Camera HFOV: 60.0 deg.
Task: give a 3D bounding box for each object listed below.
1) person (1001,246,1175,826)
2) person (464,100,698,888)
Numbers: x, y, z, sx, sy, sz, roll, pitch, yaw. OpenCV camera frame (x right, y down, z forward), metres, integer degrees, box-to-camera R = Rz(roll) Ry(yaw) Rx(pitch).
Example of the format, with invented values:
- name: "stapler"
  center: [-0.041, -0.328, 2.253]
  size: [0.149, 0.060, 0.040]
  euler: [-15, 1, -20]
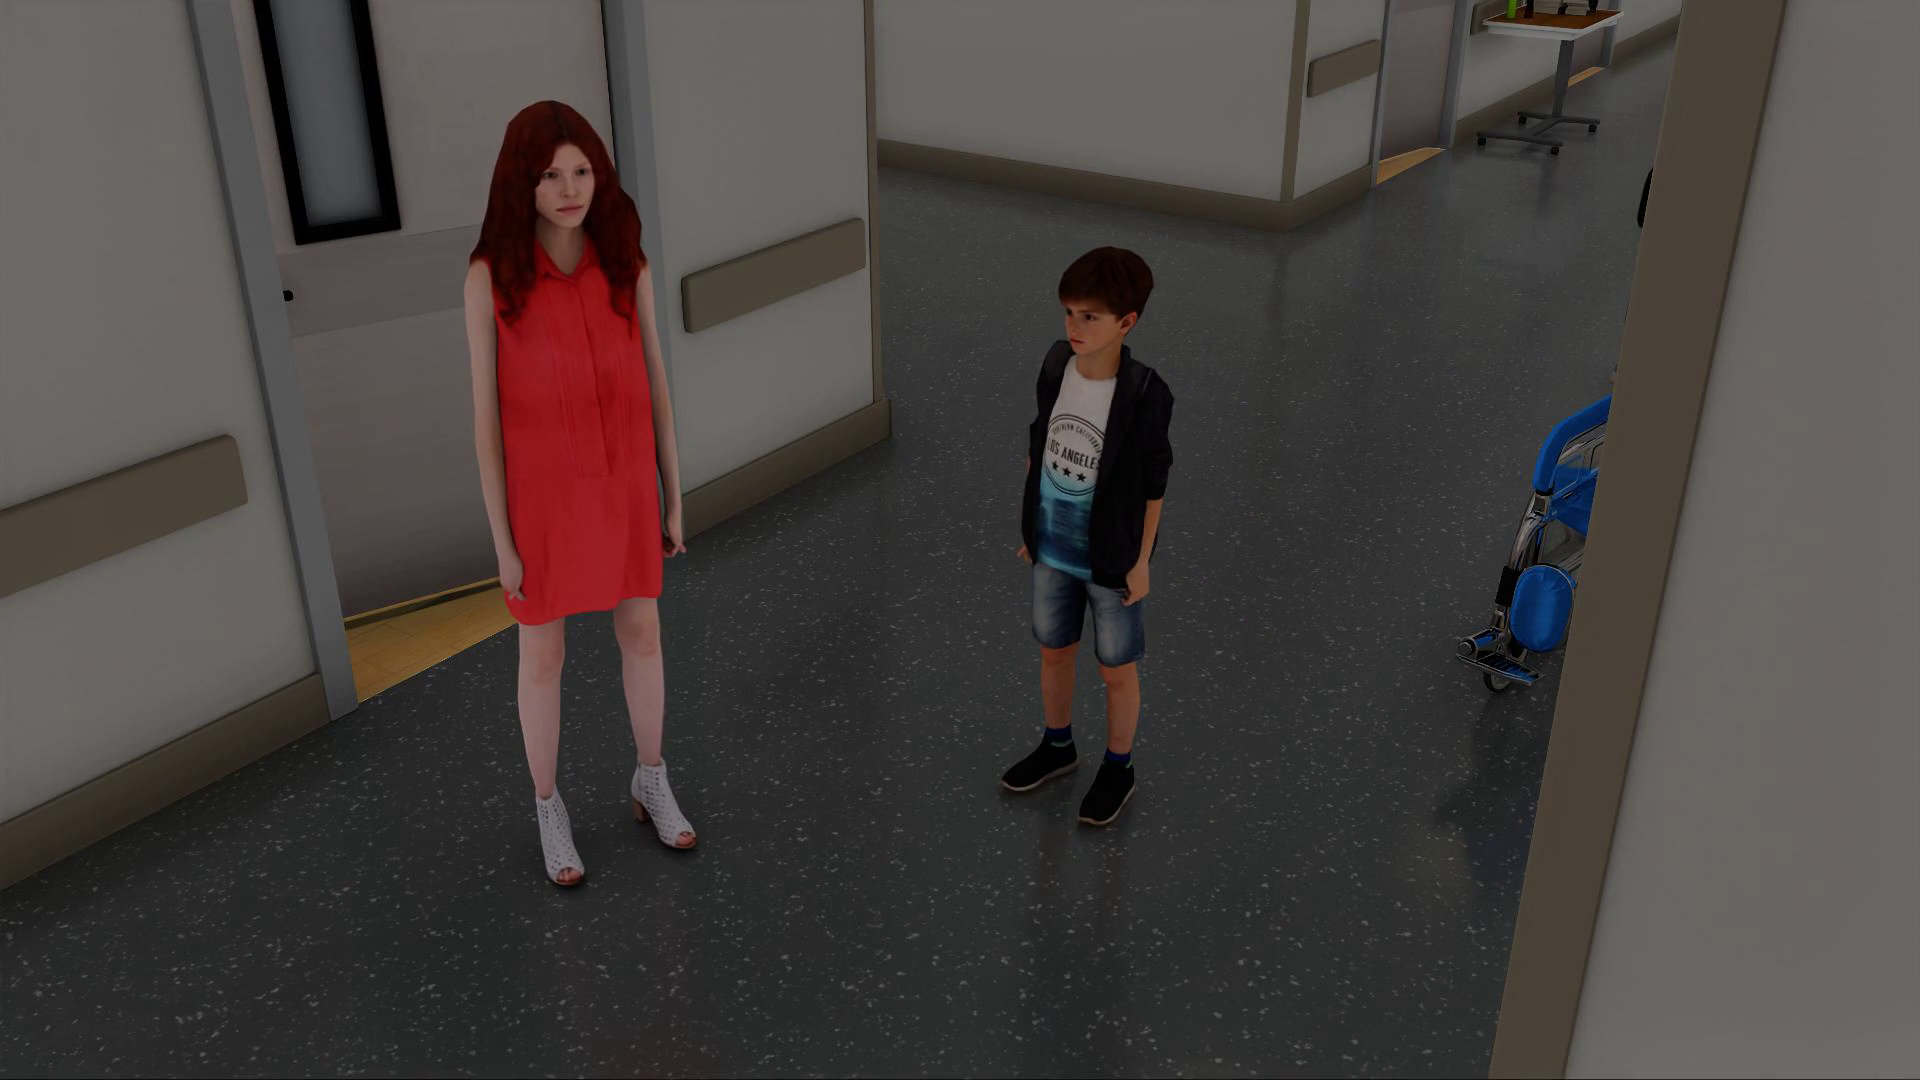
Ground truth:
- name: "person"
  center: [0.317, -0.001, 4.022]
  size: [0.540, 1.446, 0.519]
  euler: [19, 32, 34]
- name: "person"
  center: [-0.847, -0.059, 3.709]
  size: [0.597, 1.823, 0.721]
  euler: [-14, 29, -27]
